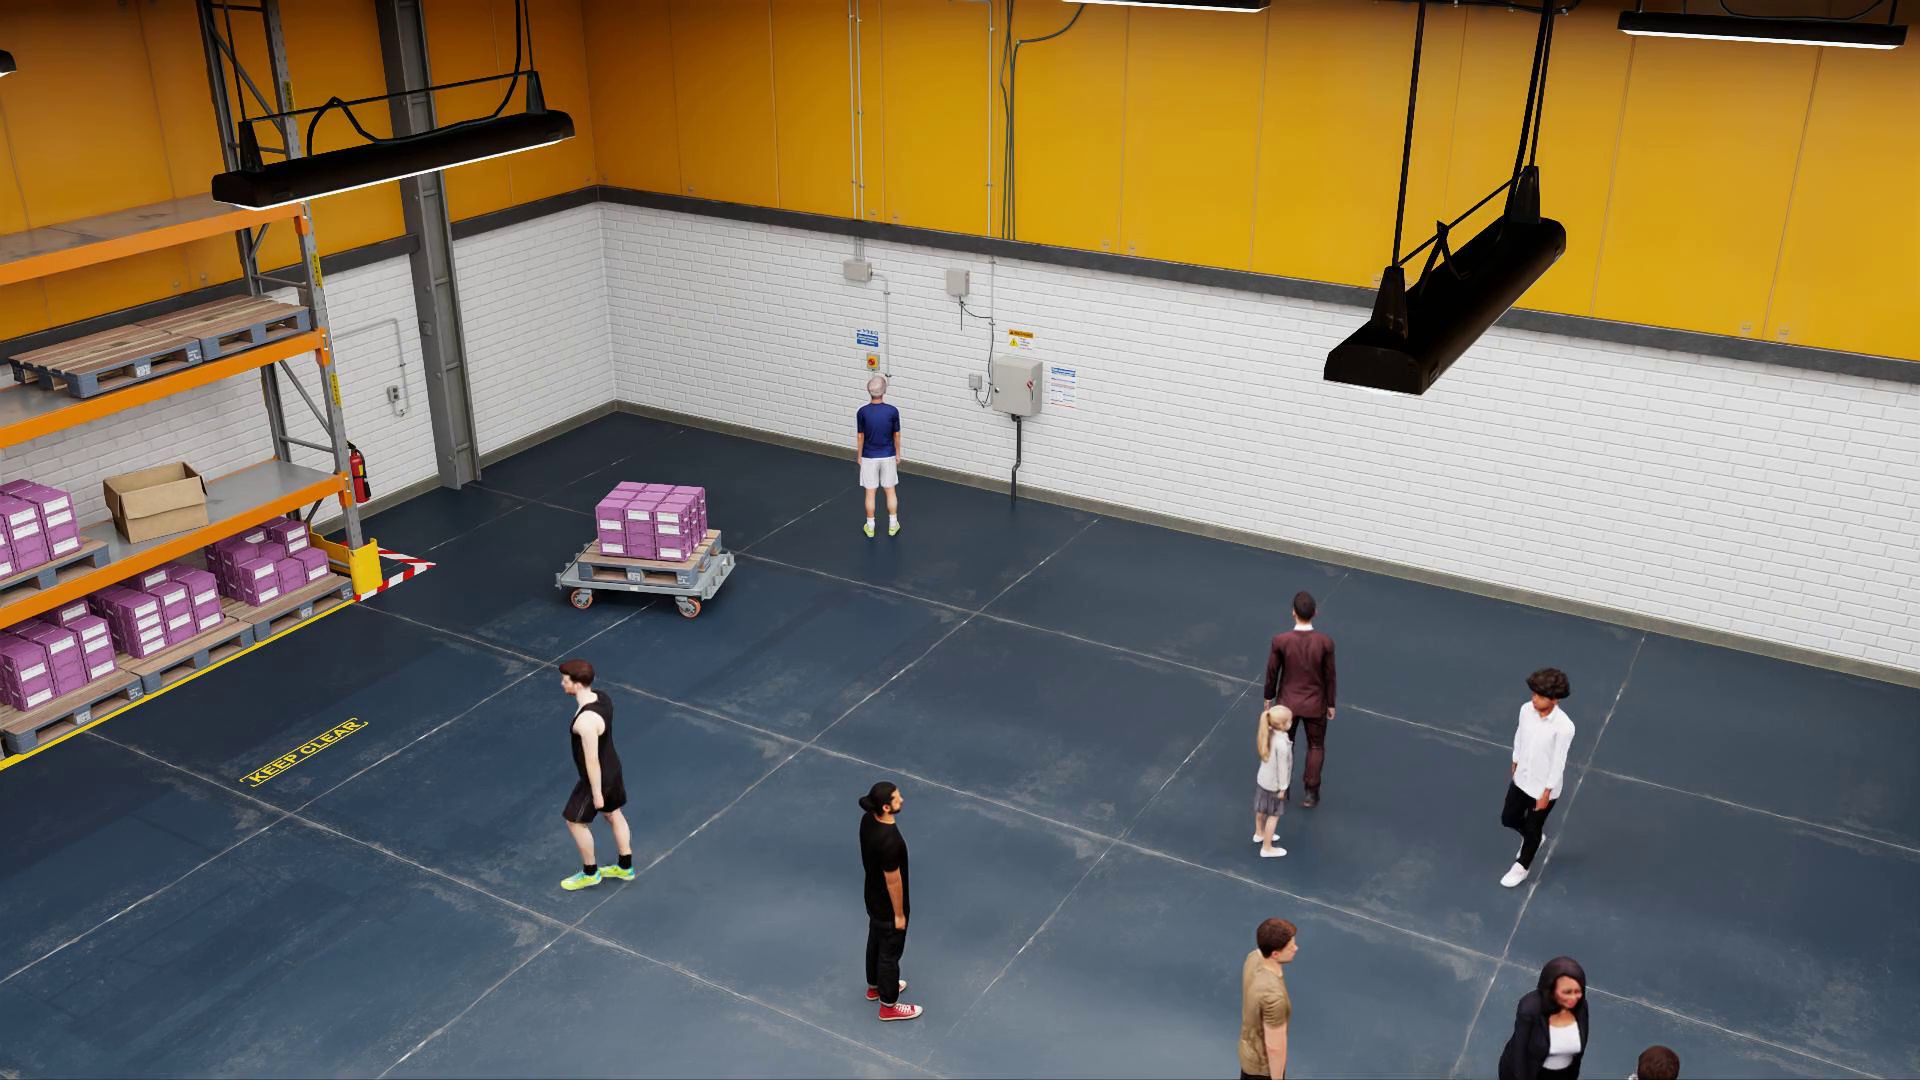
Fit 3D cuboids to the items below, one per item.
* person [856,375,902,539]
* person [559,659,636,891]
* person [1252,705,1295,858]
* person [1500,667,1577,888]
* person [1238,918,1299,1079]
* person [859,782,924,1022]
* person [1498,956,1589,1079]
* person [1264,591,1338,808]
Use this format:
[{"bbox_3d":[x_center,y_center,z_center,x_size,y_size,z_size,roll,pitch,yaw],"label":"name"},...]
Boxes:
[{"bbox_3d":[-0.901,-0.929,18.373,0.716,1.837,0.748,-3,24,-8],"label":"person"},{"bbox_3d":[-2.587,1.724,12.257,0.916,1.874,0.842,2,24,5],"label":"person"},{"bbox_3d":[2.403,1.830,12.765,0.664,1.274,0.597,-4,24,-10],"label":"person"},{"bbox_3d":[4.327,1.742,12.315,0.882,1.796,0.797,-14,27,-29],"label":"person"},{"bbox_3d":[1.723,2.939,9.506,0.813,1.851,0.703,-2,24,-3],"label":"person"},{"bbox_3d":[-0.492,2.357,10.953,0.761,1.759,0.725,-10,25,-21],"label":"person"},{"bbox_3d":[3.294,3.037,9.635,1.071,1.569,1.120,-6,24,-14],"label":"person"},{"bbox_3d":[2.715,1.305,13.232,0.821,1.861,0.793,5,24,11],"label":"person"}]
